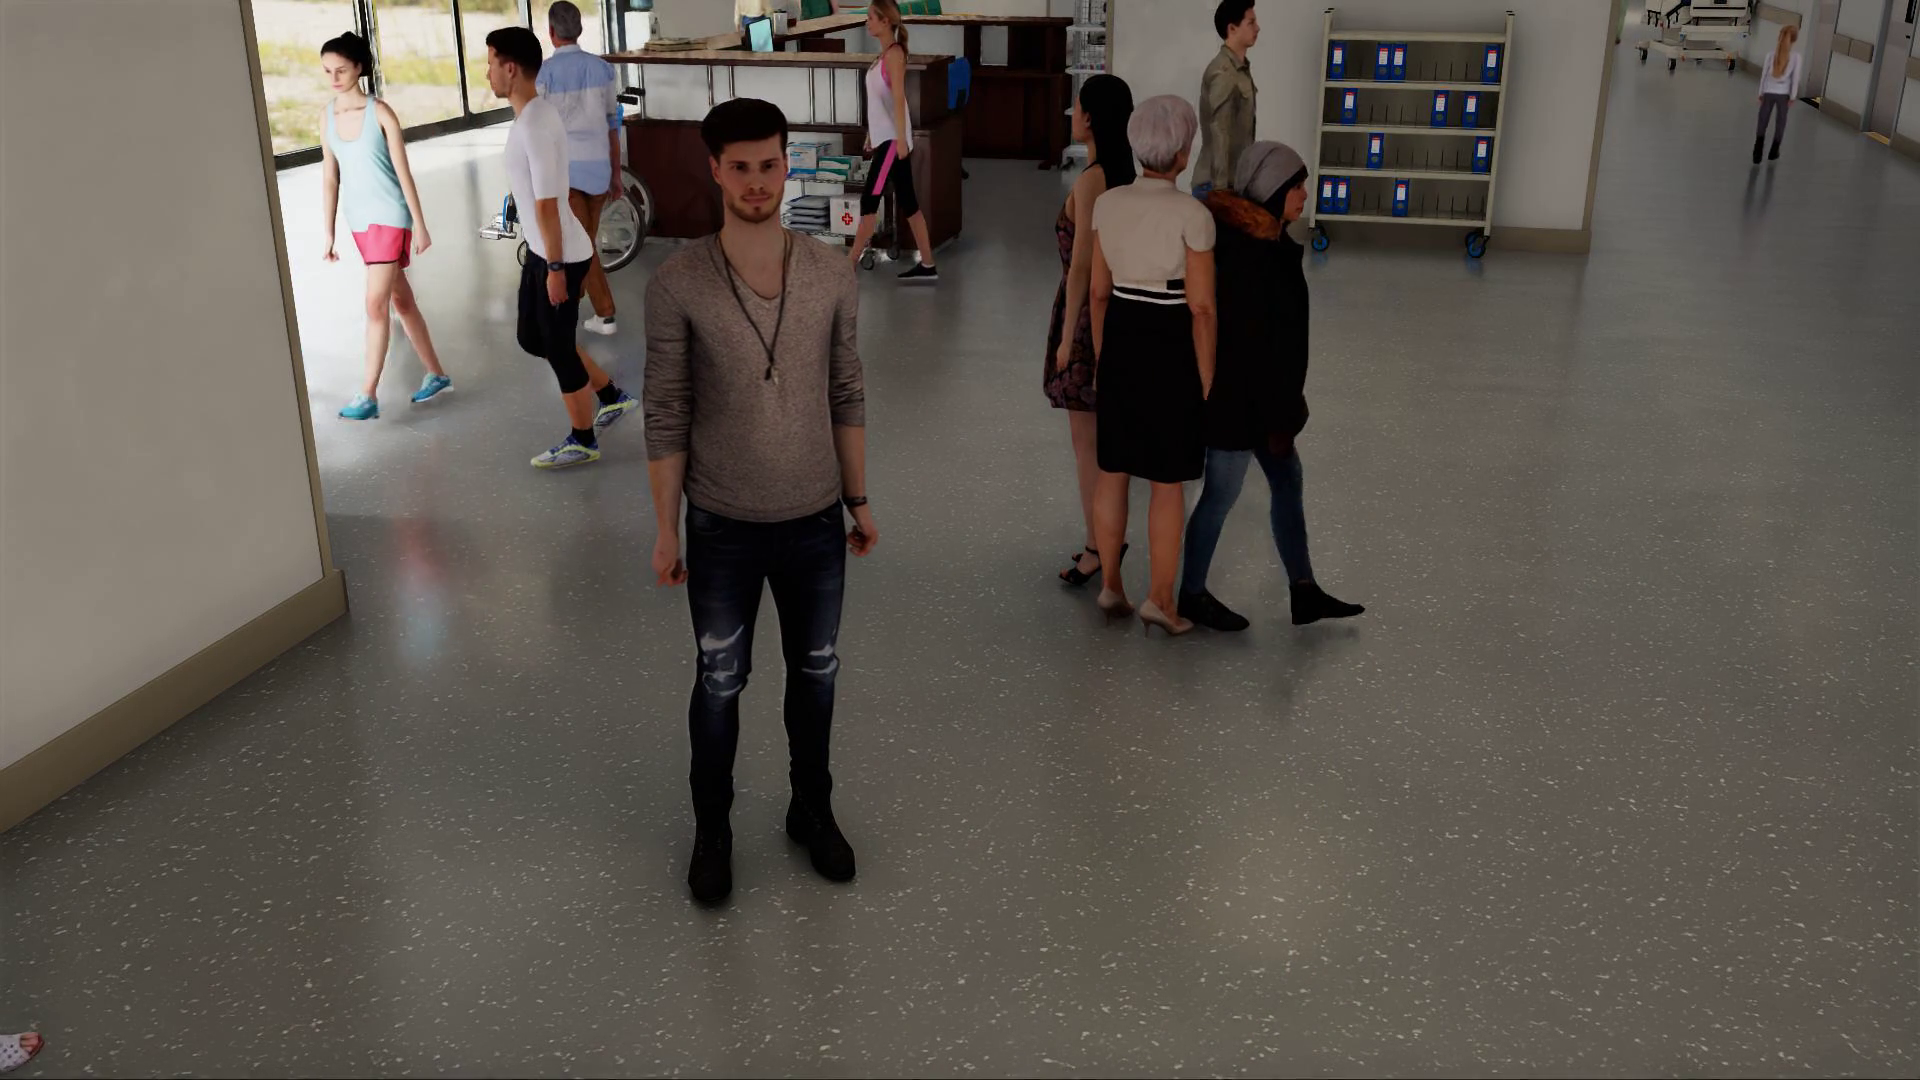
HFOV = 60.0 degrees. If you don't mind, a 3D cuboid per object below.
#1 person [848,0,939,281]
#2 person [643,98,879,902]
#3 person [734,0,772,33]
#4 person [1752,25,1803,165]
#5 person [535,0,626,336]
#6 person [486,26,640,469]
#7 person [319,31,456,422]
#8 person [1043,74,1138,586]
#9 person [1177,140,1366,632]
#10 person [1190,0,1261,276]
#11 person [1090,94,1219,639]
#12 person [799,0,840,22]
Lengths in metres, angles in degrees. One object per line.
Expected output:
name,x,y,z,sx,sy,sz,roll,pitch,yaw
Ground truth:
person,-0.330,-2.476,10.491,1.121,1.754,0.891,-3,21,-7
person,-0.466,-0.072,3.935,0.728,1.903,0.835,-8,22,-20
person,-2.674,-6.628,21.654,0.991,1.612,0.854,0,21,1
person,7.715,-4.208,15.753,0.854,1.266,0.695,11,24,27
person,-2.088,-2.011,9.228,1.096,1.779,1.237,-17,27,-38
person,-1.641,-1.209,7.034,0.954,1.833,0.900,-8,22,-20
person,-2.681,-1.472,7.857,0.968,1.742,0.748,7,22,19
person,0.476,-0.706,5.792,0.715,1.773,0.708,9,23,23
person,0.858,-0.459,5.361,0.865,1.616,0.693,7,22,19
person,1.311,-1.892,8.808,0.871,1.854,0.758,8,22,20
person,0.607,-0.530,5.353,0.628,1.754,0.773,17,27,38
person,-1.568,-5.660,18.800,1.061,1.822,0.851,10,23,24
